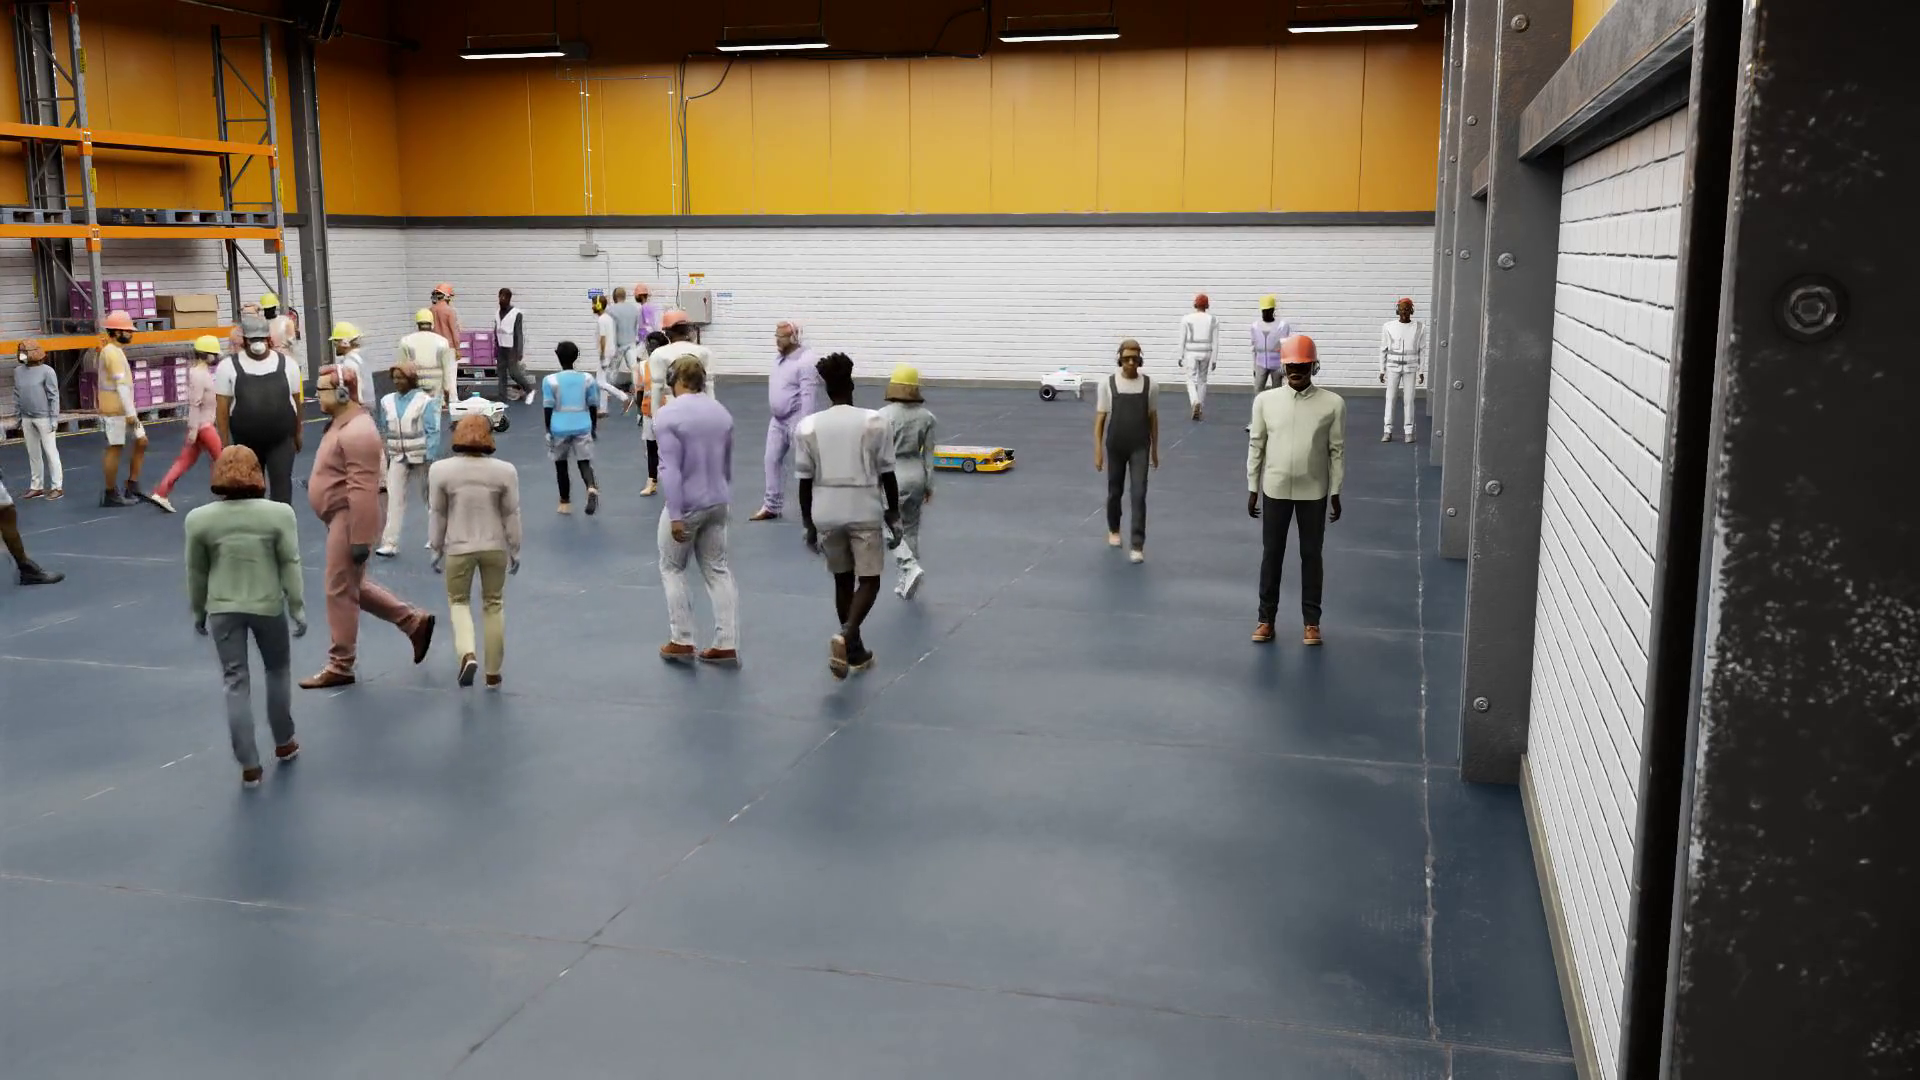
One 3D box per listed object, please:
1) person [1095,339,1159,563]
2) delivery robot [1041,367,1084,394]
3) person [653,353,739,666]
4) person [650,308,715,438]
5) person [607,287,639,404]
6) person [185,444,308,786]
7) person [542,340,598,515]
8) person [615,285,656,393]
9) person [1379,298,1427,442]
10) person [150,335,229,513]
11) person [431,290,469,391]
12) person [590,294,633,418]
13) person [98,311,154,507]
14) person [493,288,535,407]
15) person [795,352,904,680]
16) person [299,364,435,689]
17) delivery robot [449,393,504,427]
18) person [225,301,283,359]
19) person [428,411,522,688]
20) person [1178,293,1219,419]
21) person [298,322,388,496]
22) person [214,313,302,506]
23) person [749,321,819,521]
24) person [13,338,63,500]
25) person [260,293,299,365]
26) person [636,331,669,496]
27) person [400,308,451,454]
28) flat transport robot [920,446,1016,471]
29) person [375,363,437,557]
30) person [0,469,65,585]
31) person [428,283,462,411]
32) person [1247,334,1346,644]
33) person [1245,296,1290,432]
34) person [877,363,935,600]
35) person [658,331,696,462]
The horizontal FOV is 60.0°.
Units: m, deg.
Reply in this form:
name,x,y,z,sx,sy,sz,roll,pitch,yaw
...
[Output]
name,x,y,z,sx,sy,sz,roll,pitch,yaw
person,1.374,-0.761,13.737,0.521,1.818,0.888,0,10,1
delivery robot,1.703,-2.638,27.628,0.707,0.478,0.477,1,10,7
person,-1.592,-0.180,10.165,0.667,1.894,0.646,9,13,41
person,-2.543,-1.173,15.591,0.621,1.991,0.928,-6,12,-31
person,-5.531,-3.177,27.176,0.632,1.884,1.033,-10,14,-43
person,-3.430,0.334,8.047,0.530,1.604,0.695,-3,10,-15
person,-3.639,-1.035,15.625,0.542,1.675,0.677,-6,11,-29
person,-5.547,-3.513,29.103,1.032,1.879,0.553,-1,10,-5
person,5.774,-2.213,21.725,0.584,1.882,0.348,3,10,14
person,-7.305,-1.099,15.892,0.919,1.718,0.533,-4,11,-22
person,-8.880,-3.422,28.779,0.850,1.830,0.549,-8,13,-38
person,-5.216,-2.713,24.659,0.608,1.849,0.500,0,10,2
person,-8.185,-1.275,16.331,0.628,1.916,0.569,-4,11,-21
person,-7.155,-3.031,26.367,0.613,1.879,0.697,7,12,34
person,-0.667,-0.125,9.744,0.642,1.939,0.733,2,10,12
person,-3.501,-0.091,9.695,0.722,1.886,0.657,-5,11,-25
delivery robot,-6.611,-1.773,22.729,0.707,0.478,0.477,3,10,15
person,-8.506,-1.923,20.046,0.668,1.898,0.452,2,10,8
person,-2.765,0.073,9.523,0.518,1.618,0.413,-3,11,-18
person,3.546,-2.718,24.633,0.578,1.866,0.802,-1,10,-3
person,-6.231,-1.310,16.887,0.939,1.784,0.603,-1,10,-5
person,-6.000,-0.976,14.274,0.691,2.000,0.989,-5,11,-25
person,-1.529,-1.128,15.644,0.932,1.874,0.651,-10,14,-43
person,-9.328,-1.219,16.803,0.507,1.633,0.277,3,10,14
person,-9.626,-2.498,23.300,0.603,1.898,0.722,1,10,5
person,-3.057,-1.278,16.963,0.541,1.696,0.316,3,10,14
person,-6.489,-1.912,20.228,0.596,1.813,0.727,-4,11,-22
flat transport robot,-0.128,-0.952,19.148,1.431,0.197,0.652,3,10,15
person,-4.567,-0.672,13.806,0.536,1.586,0.856,2,10,12
person,-7.350,-0.565,12.383,0.976,1.895,0.559,-5,11,-25
person,-7.950,-2.974,25.737,0.608,1.989,0.386,5,11,28
person,2.152,-0.321,10.694,0.622,1.994,0.381,3,10,14
person,4.270,-2.434,23.004,0.588,1.877,0.993,6,12,30
person,-0.378,-0.400,11.908,0.494,1.723,0.578,-5,11,-28
person,-3.208,-1.650,19.362,0.845,1.599,0.513,-8,13,-38
